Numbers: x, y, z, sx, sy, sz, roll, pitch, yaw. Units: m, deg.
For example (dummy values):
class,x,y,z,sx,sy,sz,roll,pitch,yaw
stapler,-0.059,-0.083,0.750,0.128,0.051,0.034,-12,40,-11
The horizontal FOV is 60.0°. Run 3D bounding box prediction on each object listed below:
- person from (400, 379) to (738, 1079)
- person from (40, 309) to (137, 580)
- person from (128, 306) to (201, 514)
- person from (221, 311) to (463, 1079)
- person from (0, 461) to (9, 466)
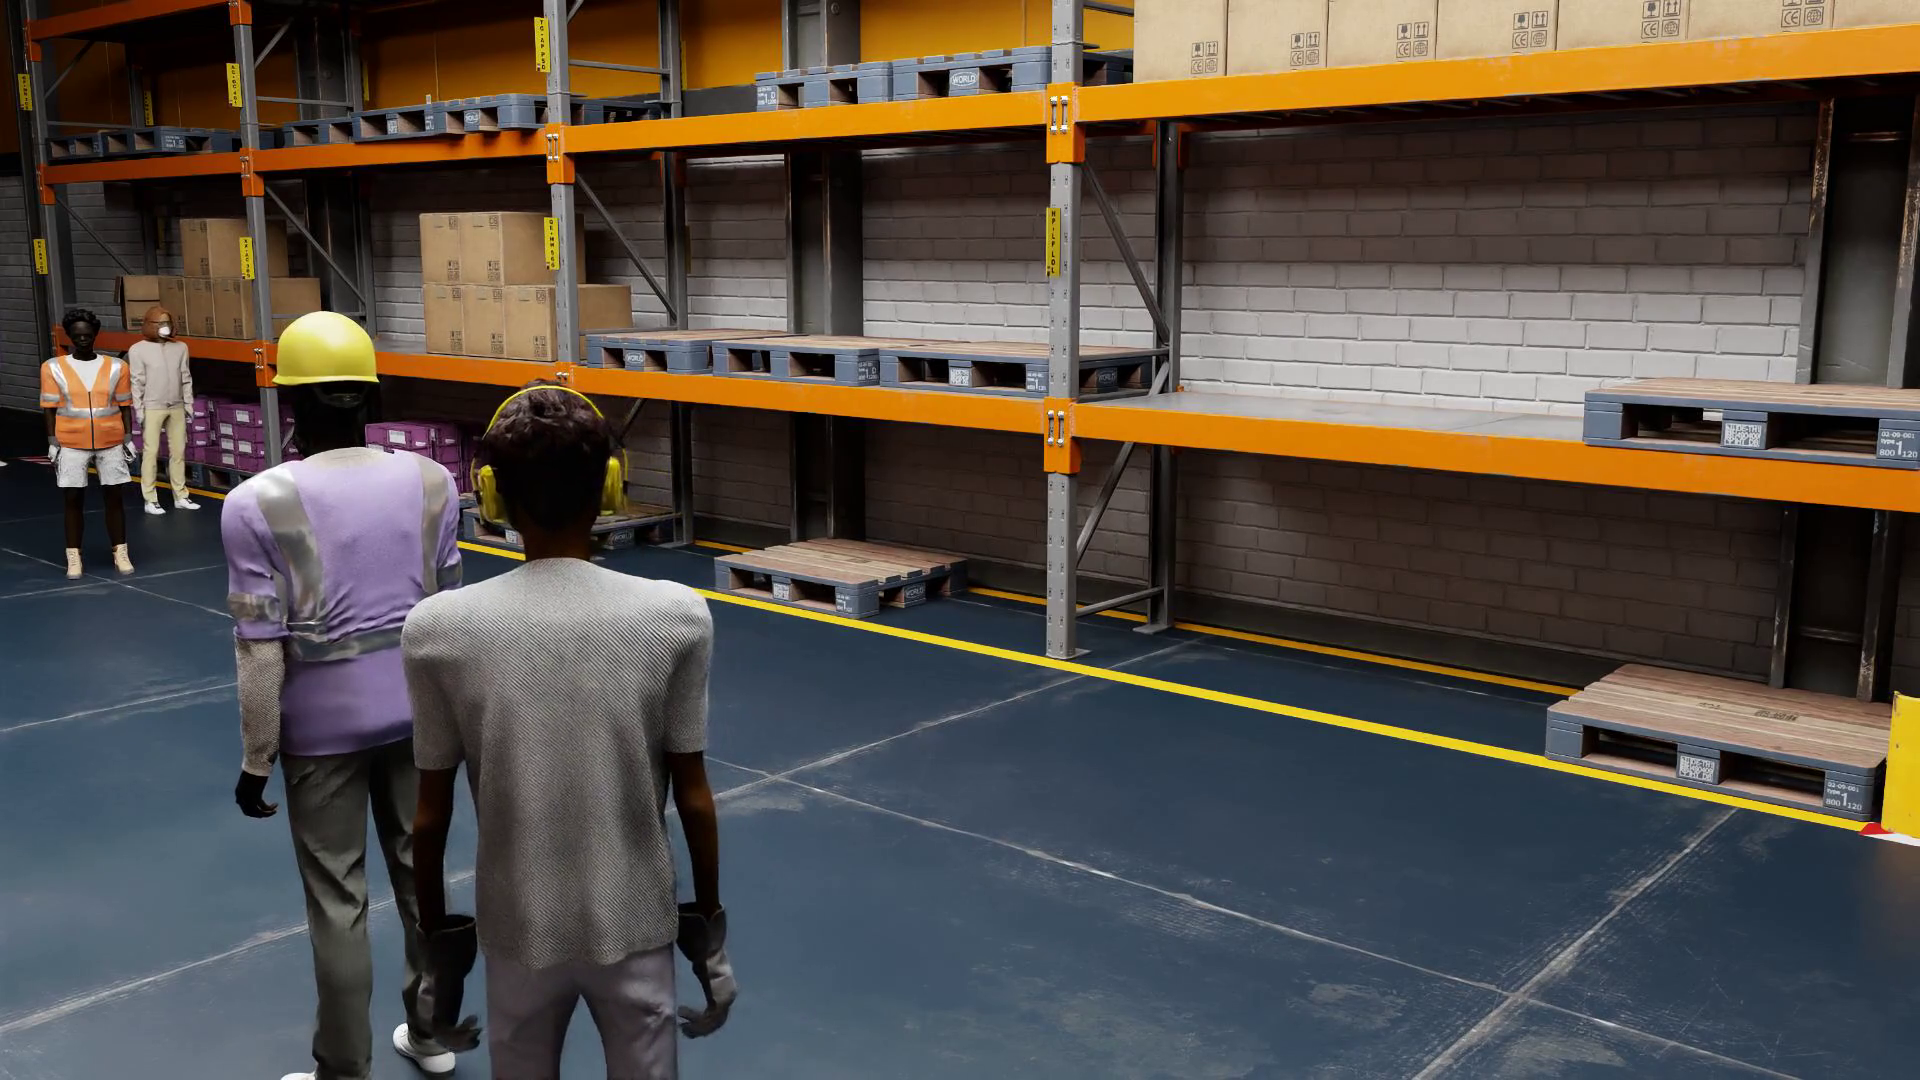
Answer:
class,x,y,z,sx,sy,sz,roll,pitch,yaw
person,-0.638,0.674,2.778,0.524,1.859,0.344,-1,10,-7
person,-5.487,-0.605,10.503,0.533,1.697,0.319,-7,12,-34
person,-6.252,-1.016,13.057,0.284,1.625,0.492,6,12,32
person,-1.459,0.423,3.987,0.362,1.930,0.588,8,13,37
person,-9.463,-1.579,15.560,0.545,1.878,0.858,5,11,24
